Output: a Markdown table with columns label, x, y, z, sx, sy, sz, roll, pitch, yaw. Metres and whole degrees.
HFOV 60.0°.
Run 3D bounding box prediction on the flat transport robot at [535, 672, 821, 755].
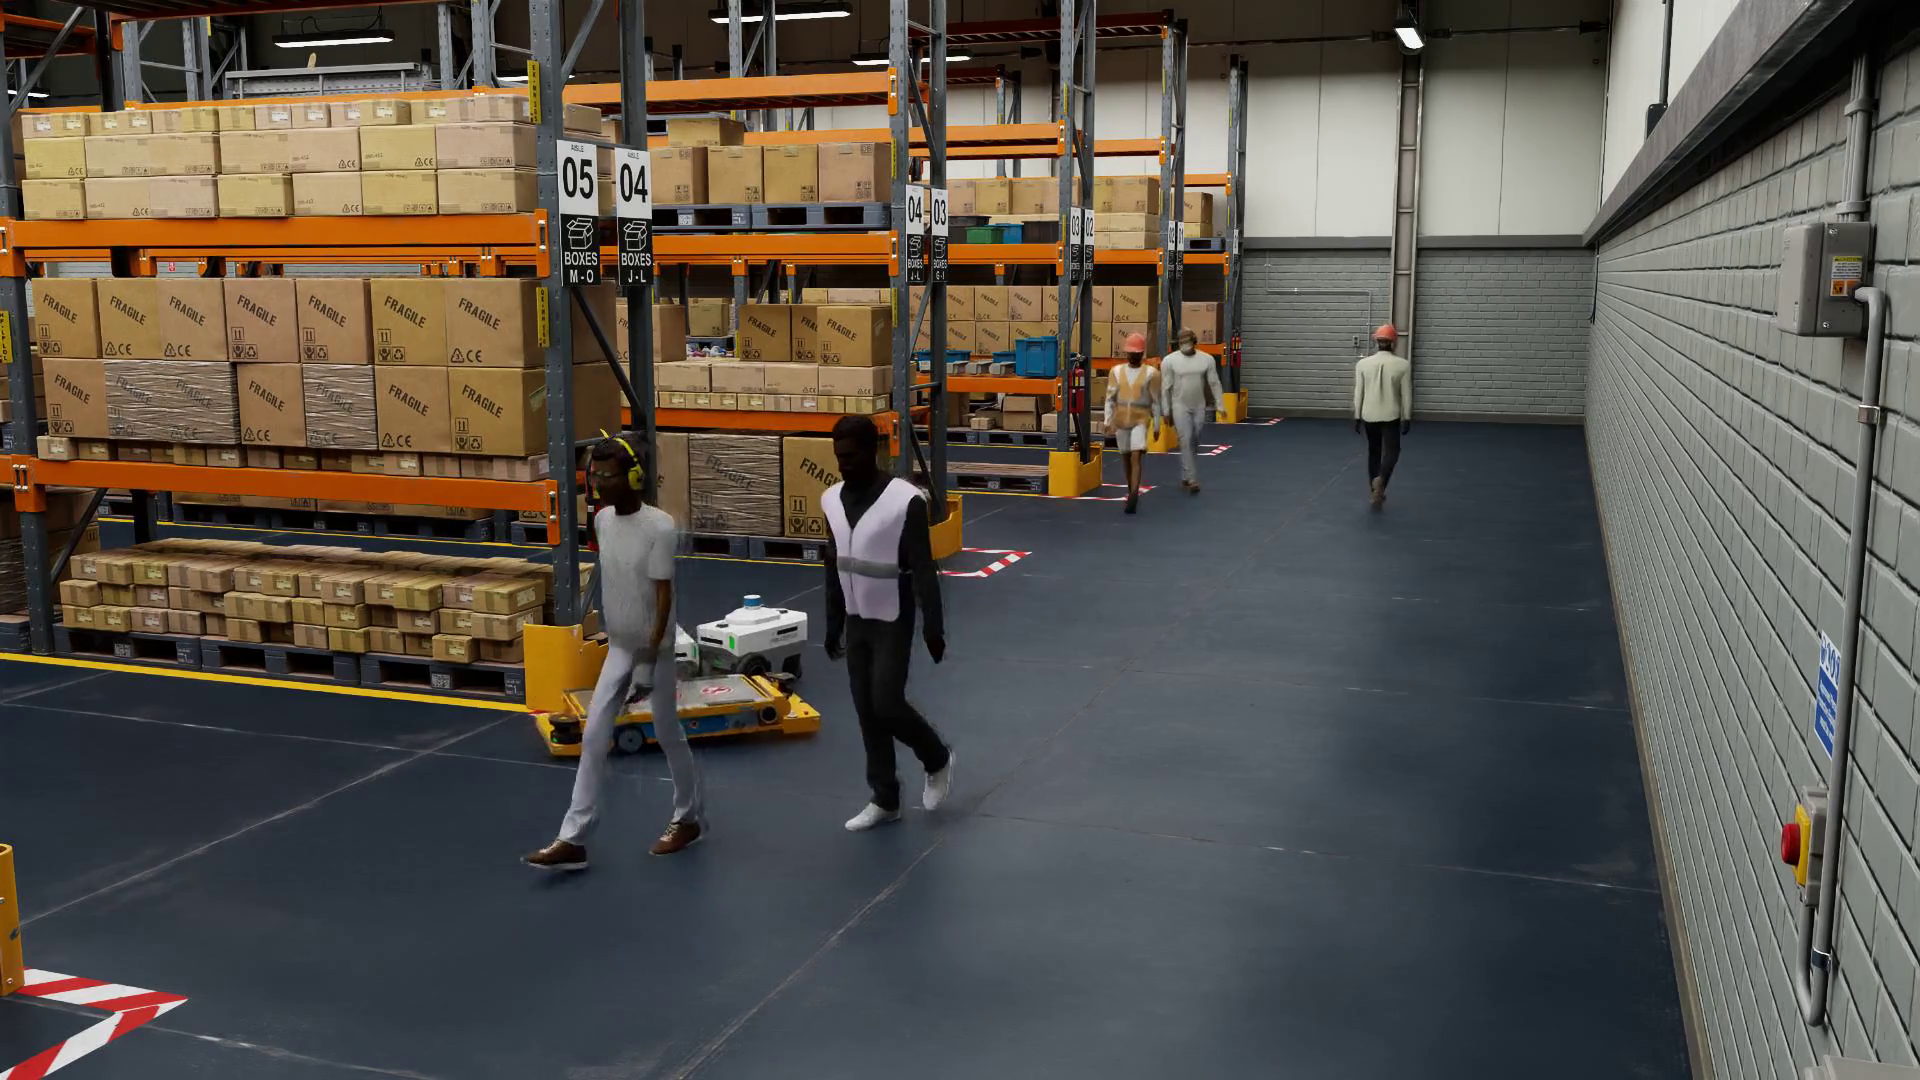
| label | x | y | z | sx | sy | sz | roll | pitch | yaw |
| --- | --- | --- | --- | --- | --- | --- | --- | --- | --- |
| flat transport robot | -1.534 | 0.929 | 9.031 | 1.431 | 0.197 | 0.652 | -4 | 10 | -22 |

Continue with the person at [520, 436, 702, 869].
| label | x | y | z | sx | sy | sz | roll | pitch | yaw |
| --- | --- | --- | --- | --- | --- | --- | --- | --- | --- |
| person | -1.427 | 0.495 | 6.924 | 0.543 | 1.822 | 0.947 | 6 | 11 | 34 |

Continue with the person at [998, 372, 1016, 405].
| label | x | y | z | sx | sy | sz | roll | pitch | yaw |
| --- | --- | --- | --- | --- | --- | --- | --- | --- | --- |
| person | 0.760 | -2.976 | 28.392 | 0.587 | 1.879 | 0.341 | -7 | 11 | -36 |

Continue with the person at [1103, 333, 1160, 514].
| label | x | y | z | sx | sy | sz | roll | pitch | yaw |
| --- | --- | --- | --- | --- | --- | --- | --- | --- | --- |
| person | 1.840 | -1.259 | 17.703 | 0.558 | 1.887 | 1.025 | 3 | 10 | 20 |

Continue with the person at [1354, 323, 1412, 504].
| label | x | y | z | sx | sy | sz | roll | pitch | yaw |
| --- | --- | --- | --- | --- | --- | --- | --- | --- | --- |
| person | 4.543 | -1.340 | 17.921 | 0.625 | 1.974 | 0.771 | 5 | 10 | 27 |

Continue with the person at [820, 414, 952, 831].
| label | x | y | z | sx | sy | sz | roll | pitch | yaw |
| --- | --- | --- | --- | --- | --- | --- | --- | --- | --- |
| person | -0.337 | 0.361 | 7.552 | 0.616 | 1.889 | 0.537 | 8 | 12 | 42 |

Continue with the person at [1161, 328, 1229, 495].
| label | x | y | z | sx | sy | sz | roll | pitch | yaw |
| --- | --- | --- | --- | --- | --- | --- | --- | --- | --- |
| person | 2.675 | -1.461 | 18.946 | 0.740 | 1.879 | 0.969 | -2 | 9 | -14 |

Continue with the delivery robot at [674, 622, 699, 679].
| label | x | y | z | sx | sy | sz | roll | pitch | yaw |
| --- | --- | --- | --- | --- | --- | --- | --- | --- | --- |
| delivery robot | -1.757 | 0.631 | 9.713 | 0.477 | 0.478 | 0.707 | -3 | 10 | -21 |

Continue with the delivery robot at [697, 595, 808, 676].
| label | x | y | z | sx | sy | sz | roll | pitch | yaw |
| --- | --- | --- | --- | --- | --- | --- | --- | --- | --- |
| delivery robot | -1.248 | 0.577 | 10.052 | 0.477 | 0.478 | 0.707 | 7 | 11 | 36 |
